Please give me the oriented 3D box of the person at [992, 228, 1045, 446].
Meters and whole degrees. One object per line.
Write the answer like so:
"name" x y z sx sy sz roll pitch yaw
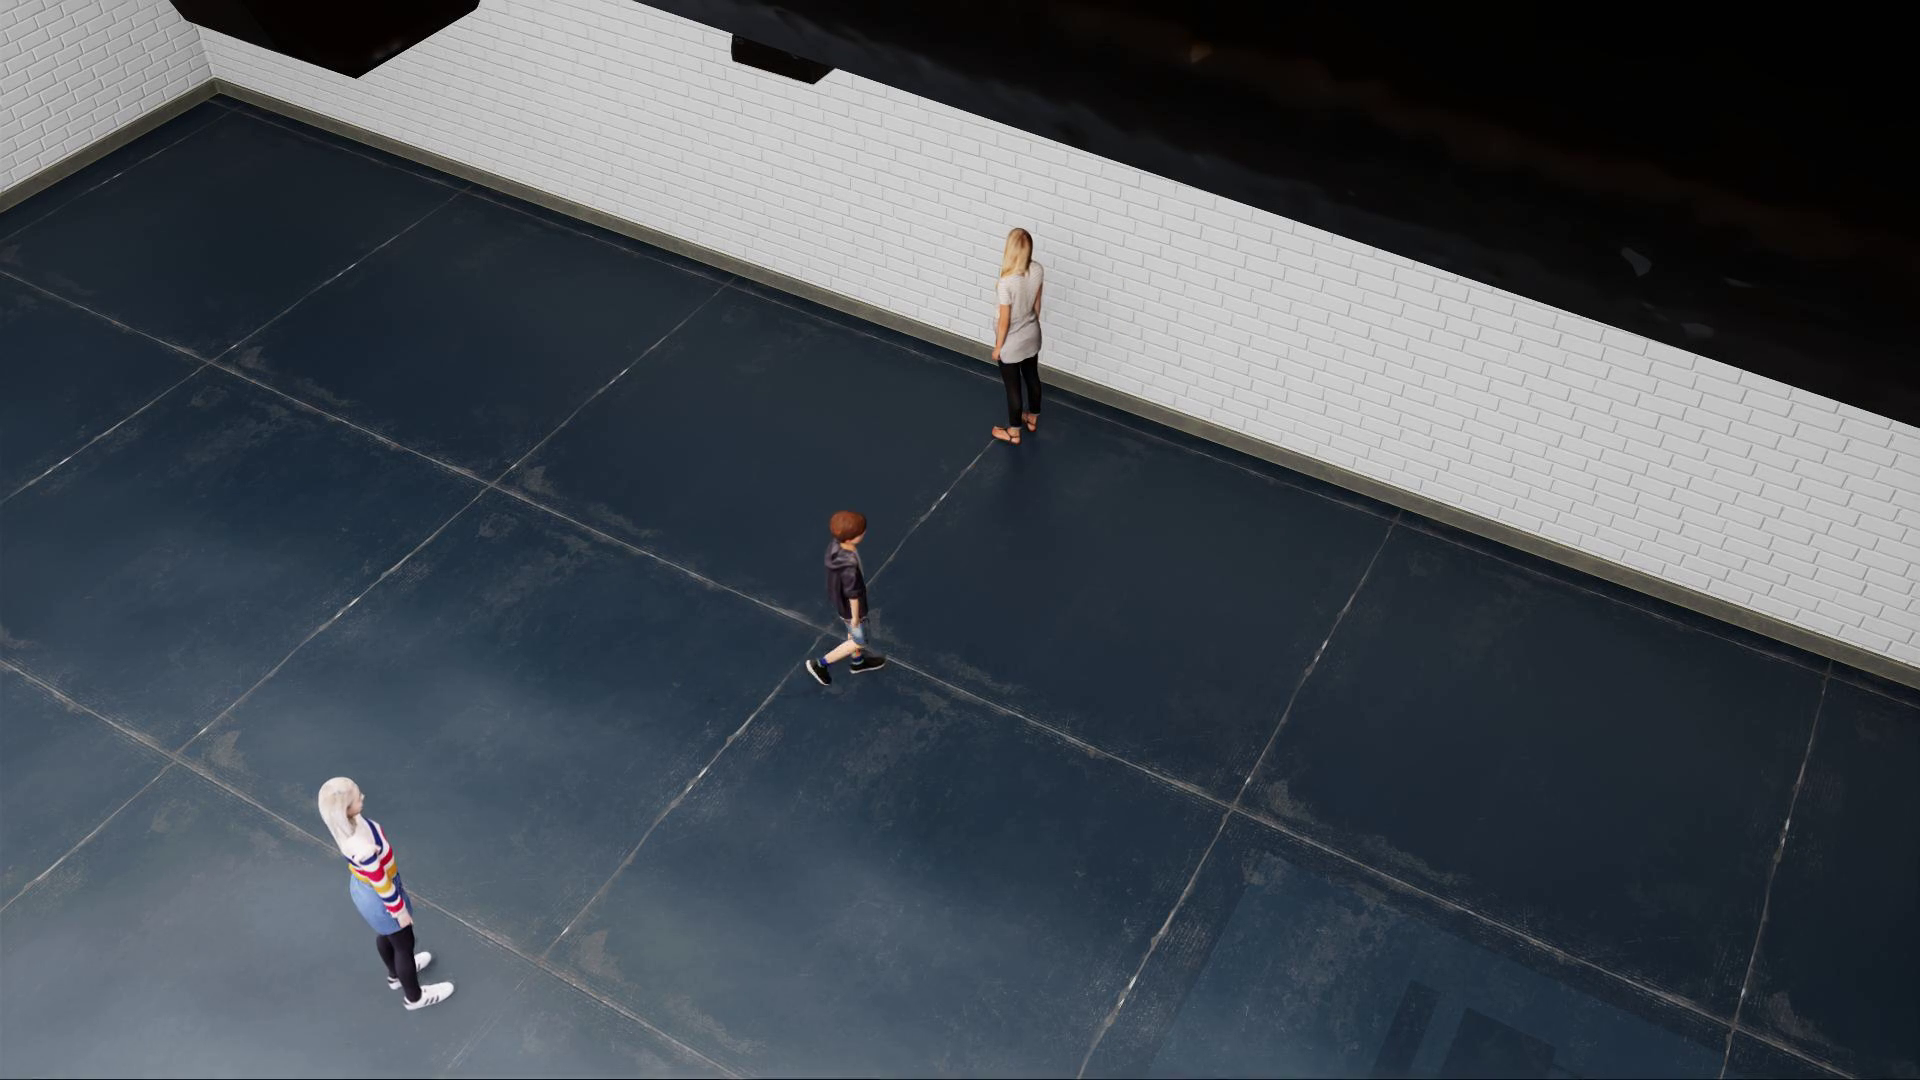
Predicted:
"person" 0.438 -1.493 12.266 0.565 1.825 0.724 -34 53 -30

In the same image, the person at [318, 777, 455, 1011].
"person" -3.072 1.853 8.765 0.645 1.809 0.714 -29 51 -27

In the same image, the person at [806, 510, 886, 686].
"person" -0.759 0.386 10.576 0.865 1.435 0.788 -14 45 -14
